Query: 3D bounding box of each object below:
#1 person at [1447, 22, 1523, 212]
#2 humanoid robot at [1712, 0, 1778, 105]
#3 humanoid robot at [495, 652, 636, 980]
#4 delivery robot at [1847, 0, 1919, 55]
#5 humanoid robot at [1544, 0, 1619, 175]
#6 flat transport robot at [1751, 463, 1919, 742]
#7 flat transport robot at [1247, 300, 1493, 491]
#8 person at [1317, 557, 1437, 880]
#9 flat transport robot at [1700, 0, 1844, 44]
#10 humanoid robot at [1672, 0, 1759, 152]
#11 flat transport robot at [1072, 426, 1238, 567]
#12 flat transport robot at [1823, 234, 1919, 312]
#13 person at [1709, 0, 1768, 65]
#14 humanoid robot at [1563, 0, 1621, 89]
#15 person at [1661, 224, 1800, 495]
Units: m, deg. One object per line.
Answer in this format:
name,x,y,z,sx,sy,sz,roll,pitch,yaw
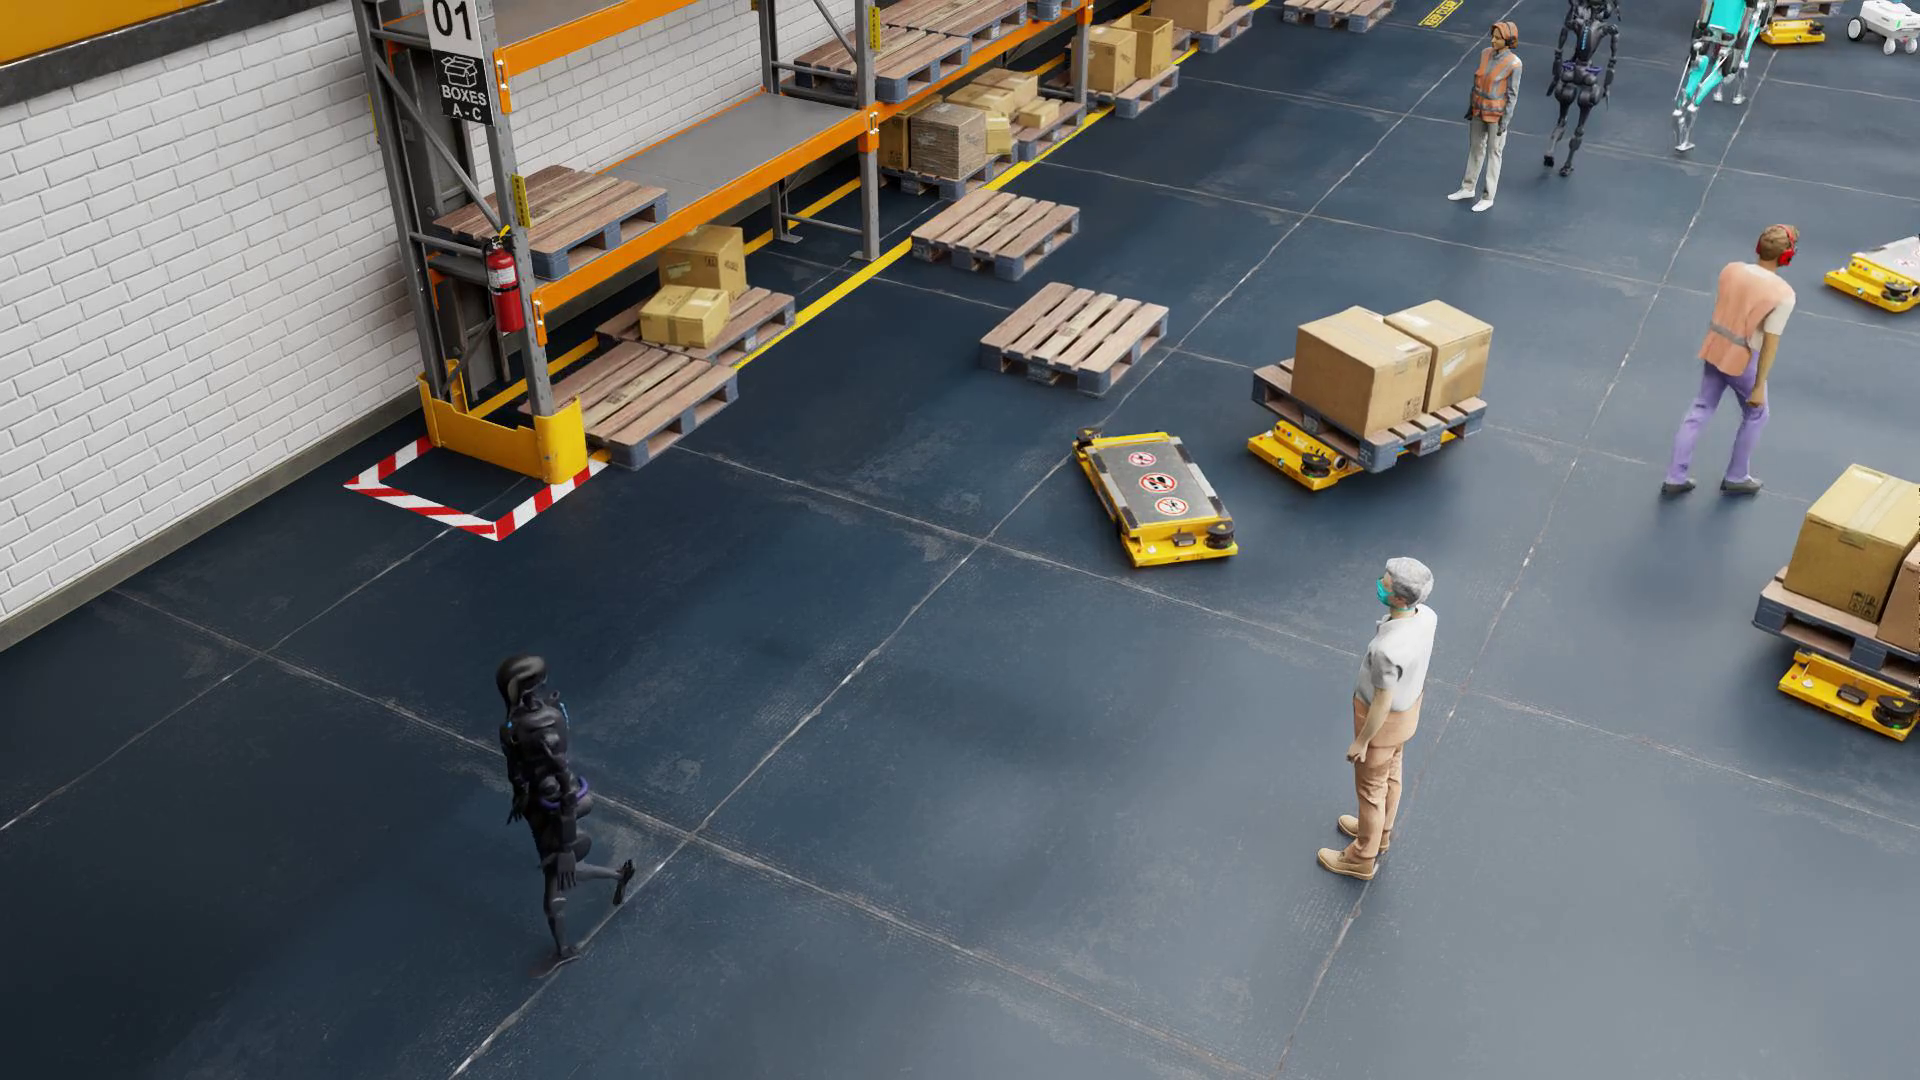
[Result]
person,4.616,-3.694,14.492,0.305,1.640,0.511,-15,36,-21
humanoid robot,7.877,-5.246,16.704,0.531,1.741,0.711,15,36,22
humanoid robot,-1.691,1.148,7.152,0.631,1.641,0.591,-22,39,-30
delivery robot,10.429,-5.806,18.691,0.499,0.614,0.808,-5,34,-8
humanoid robot,5.654,-4.166,15.167,0.593,1.646,0.348,22,39,29
flat transport robot,5.167,0.589,9.257,0.659,0.231,1.431,27,42,35
flat transport robot,2.709,-0.743,11.272,1.431,0.231,0.659,-20,38,-27
person,1.924,0.805,7.587,0.321,1.750,0.473,20,38,27
flat transport robot,9.346,-6.070,19.332,0.659,0.231,1.431,-5,34,-8
humanoid robot,6.924,-4.408,15.512,0.835,1.794,0.536,-24,40,-32
flat transport robot,1.221,-0.315,10.624,0.659,0.231,1.431,-7,34,-10
flat transport robot,7.757,-2.180,13.447,1.431,0.231,0.659,-17,37,-23
person,8.434,-5.972,17.743,0.645,1.852,0.487,-27,42,-35
humanoid robot,6.638,-5.609,17.414,0.611,1.636,0.786,-6,34,-9
person,4.902,-1.100,10.402,0.795,1.813,0.612,-13,36,-19
